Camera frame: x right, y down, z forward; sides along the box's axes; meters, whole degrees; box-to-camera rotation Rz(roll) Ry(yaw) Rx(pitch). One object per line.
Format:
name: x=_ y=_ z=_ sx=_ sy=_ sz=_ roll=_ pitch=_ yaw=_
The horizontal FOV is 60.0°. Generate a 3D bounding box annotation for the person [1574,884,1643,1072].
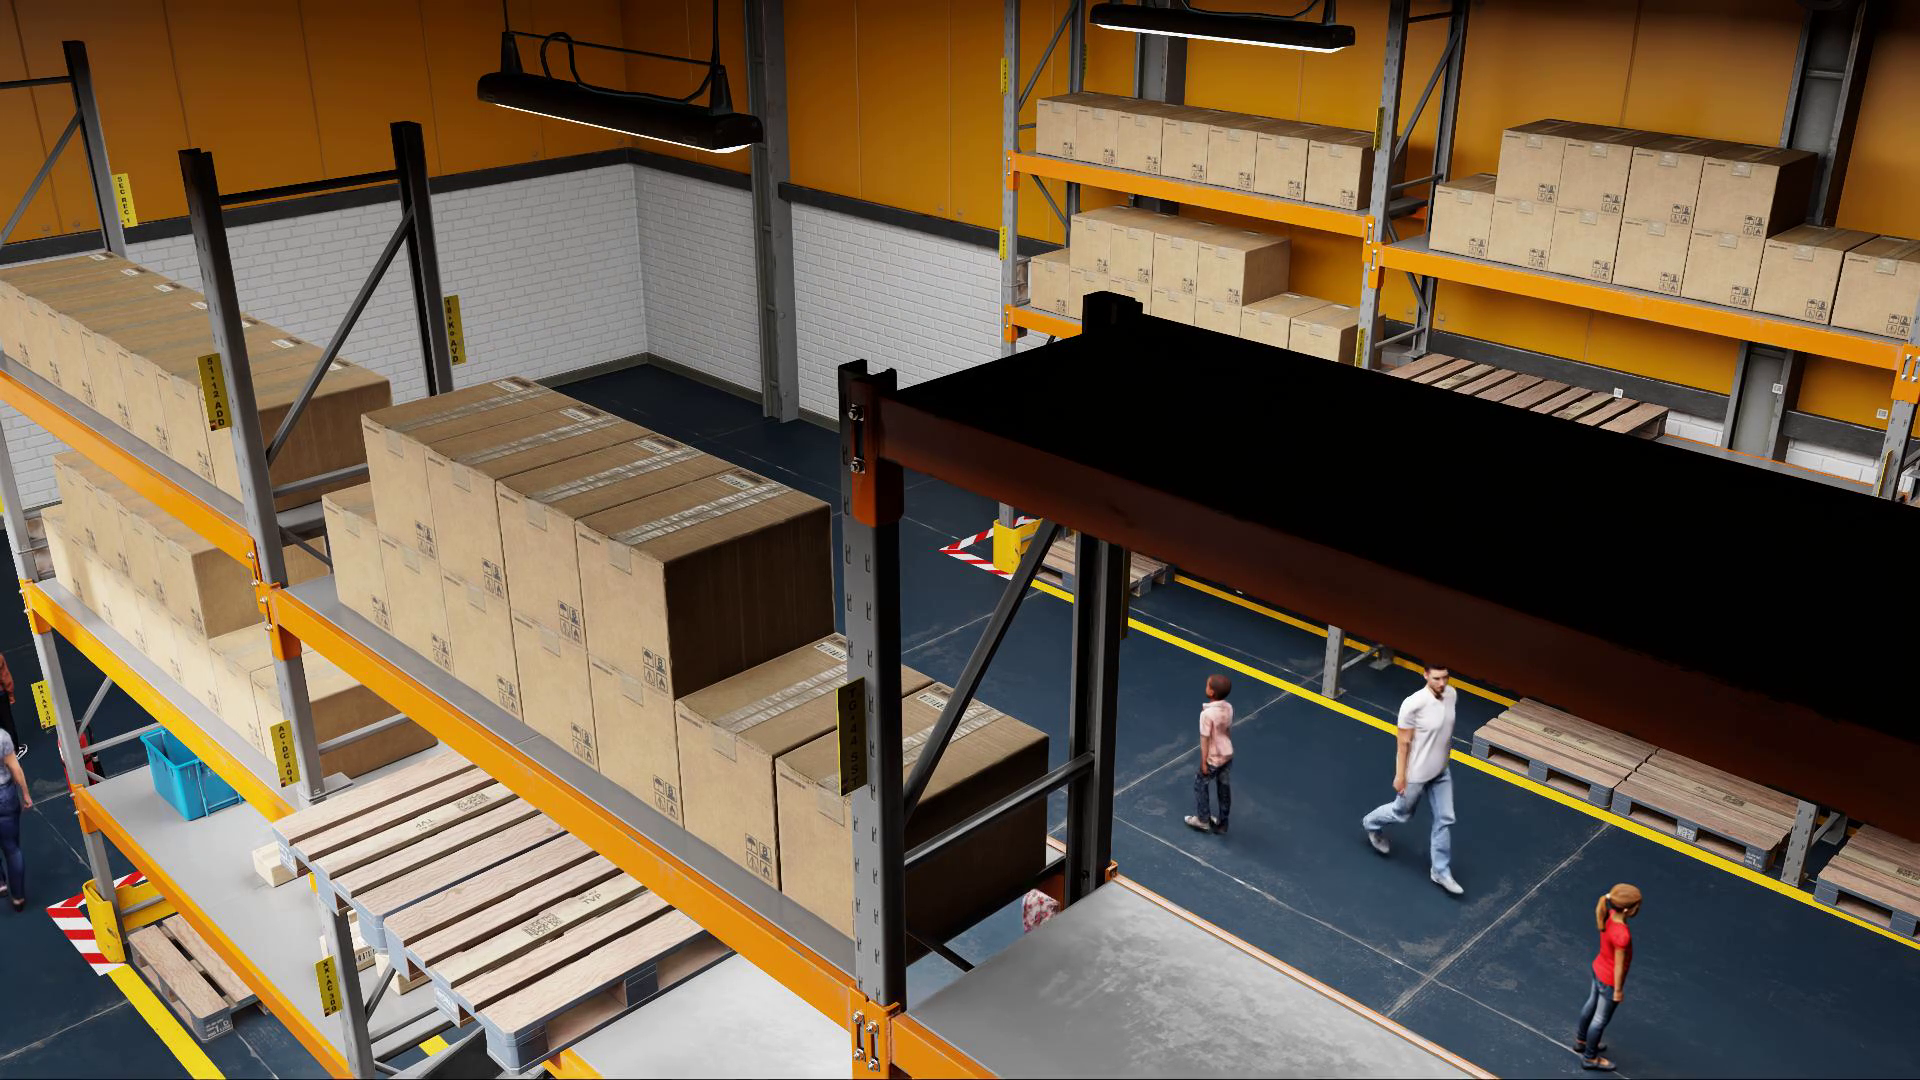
person: x=3.995 y=2.686 z=10.273 sx=0.604 sy=1.308 sz=0.553 roll=4 pitch=24 yaw=8

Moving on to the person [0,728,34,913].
person: x=-6.783 y=1.870 z=11.635 sx=0.698 sy=1.712 sz=0.698 roll=-10 pitch=26 yaw=-22

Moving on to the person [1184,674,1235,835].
person: x=1.989 y=1.658 z=12.643 sx=0.536 sy=1.294 sz=0.577 roll=-19 pitch=30 yaw=-36

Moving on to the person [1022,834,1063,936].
person: x=0.611 y=2.573 z=10.196 sx=1.096 sy=1.578 sz=0.590 roll=21 pitch=31 yaw=39

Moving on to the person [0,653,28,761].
person: x=-7.950 y=1.258 z=13.607 sx=0.590 sy=1.255 sz=0.600 roll=-8 pitch=25 yaw=-18

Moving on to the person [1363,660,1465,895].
person: x=3.301 y=1.618 z=12.074 sx=0.923 sy=1.823 sz=1.249 roll=-12 pitch=26 yaw=-25
